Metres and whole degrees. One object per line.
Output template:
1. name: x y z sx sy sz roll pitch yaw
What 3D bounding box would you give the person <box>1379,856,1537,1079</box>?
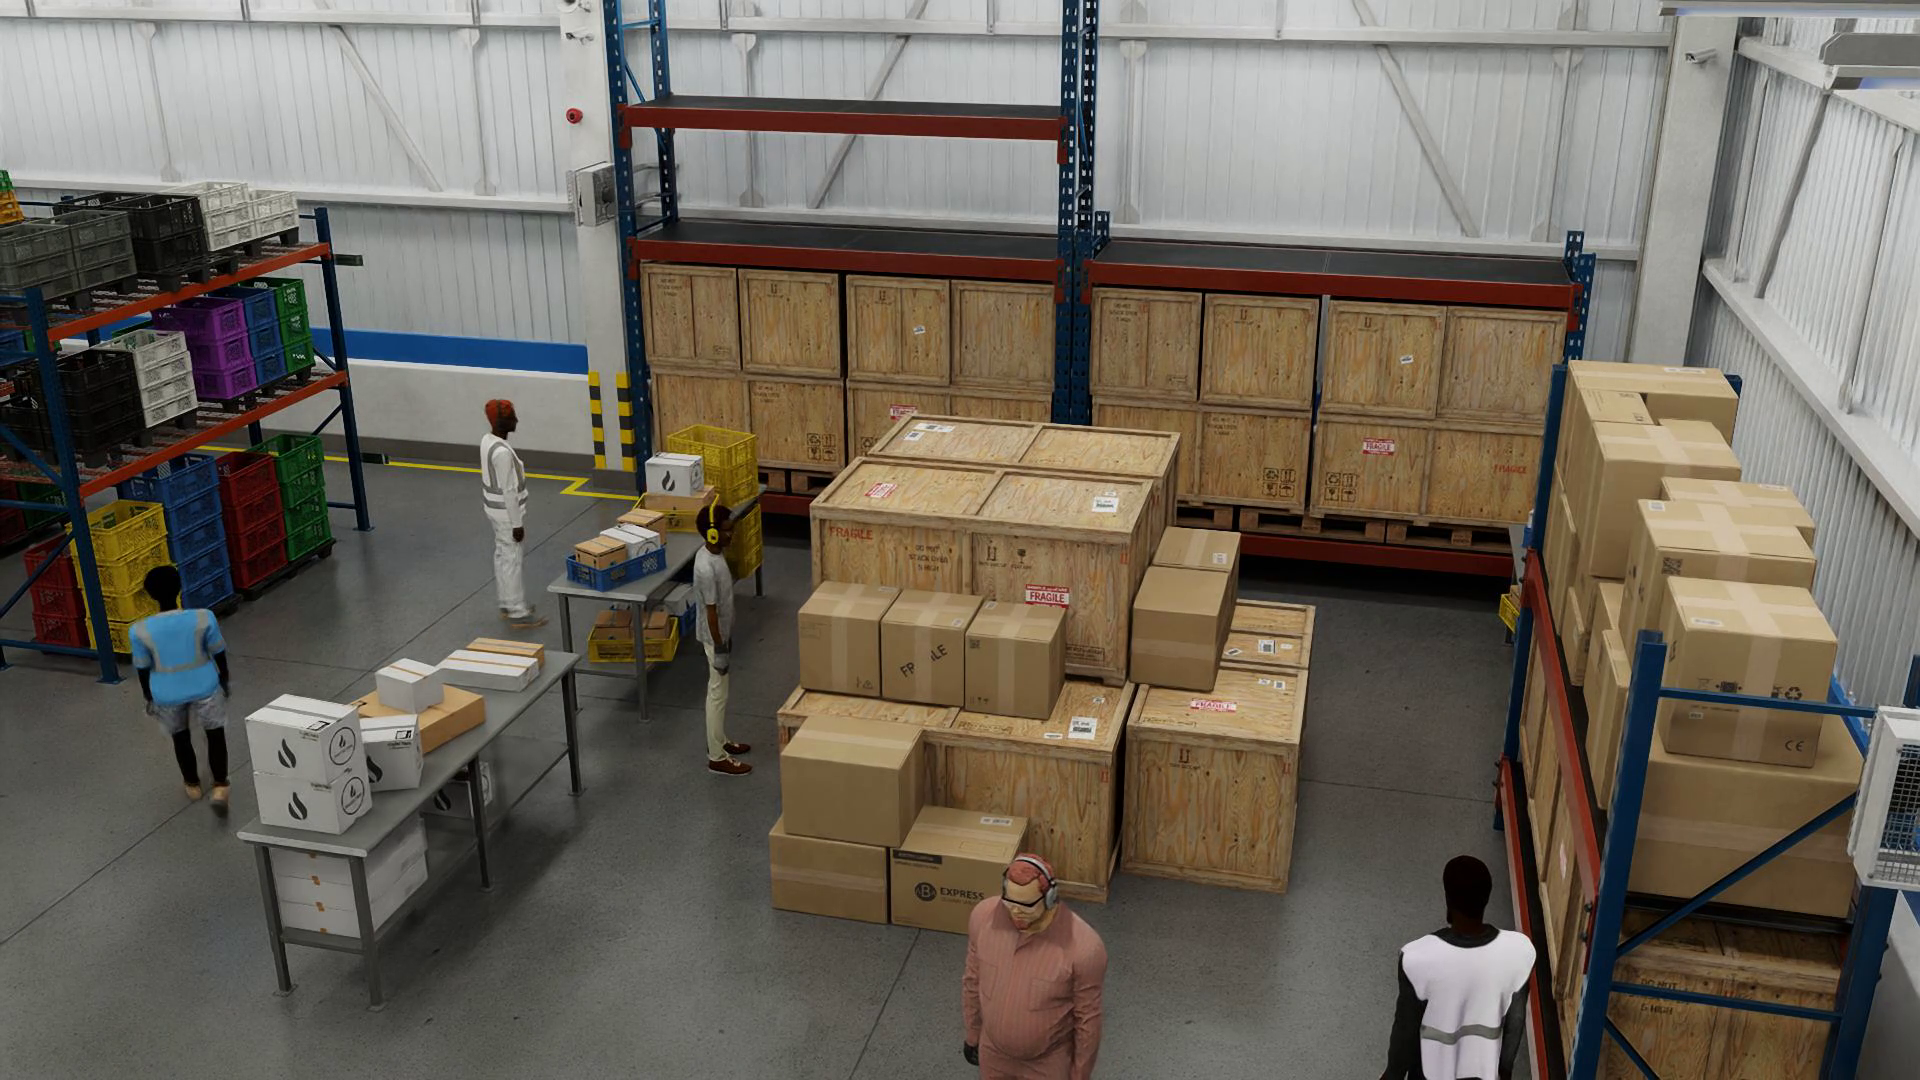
1. person: 2.064 2.199 6.975 0.587 1.912 0.392 -3 21 -9

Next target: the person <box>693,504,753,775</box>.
1. person: -1.588 0.653 11.072 0.328 1.875 0.513 -3 21 -7

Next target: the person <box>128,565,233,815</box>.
1. person: -4.919 0.961 10.532 0.552 1.689 0.573 -10 23 -25

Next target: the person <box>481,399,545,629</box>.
1. person: -3.625 -0.215 13.327 0.338 1.882 0.583 -11 23 -26

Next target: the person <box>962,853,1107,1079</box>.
1. person: 0.280 2.169 7.074 0.645 1.899 0.401 11 24 27
